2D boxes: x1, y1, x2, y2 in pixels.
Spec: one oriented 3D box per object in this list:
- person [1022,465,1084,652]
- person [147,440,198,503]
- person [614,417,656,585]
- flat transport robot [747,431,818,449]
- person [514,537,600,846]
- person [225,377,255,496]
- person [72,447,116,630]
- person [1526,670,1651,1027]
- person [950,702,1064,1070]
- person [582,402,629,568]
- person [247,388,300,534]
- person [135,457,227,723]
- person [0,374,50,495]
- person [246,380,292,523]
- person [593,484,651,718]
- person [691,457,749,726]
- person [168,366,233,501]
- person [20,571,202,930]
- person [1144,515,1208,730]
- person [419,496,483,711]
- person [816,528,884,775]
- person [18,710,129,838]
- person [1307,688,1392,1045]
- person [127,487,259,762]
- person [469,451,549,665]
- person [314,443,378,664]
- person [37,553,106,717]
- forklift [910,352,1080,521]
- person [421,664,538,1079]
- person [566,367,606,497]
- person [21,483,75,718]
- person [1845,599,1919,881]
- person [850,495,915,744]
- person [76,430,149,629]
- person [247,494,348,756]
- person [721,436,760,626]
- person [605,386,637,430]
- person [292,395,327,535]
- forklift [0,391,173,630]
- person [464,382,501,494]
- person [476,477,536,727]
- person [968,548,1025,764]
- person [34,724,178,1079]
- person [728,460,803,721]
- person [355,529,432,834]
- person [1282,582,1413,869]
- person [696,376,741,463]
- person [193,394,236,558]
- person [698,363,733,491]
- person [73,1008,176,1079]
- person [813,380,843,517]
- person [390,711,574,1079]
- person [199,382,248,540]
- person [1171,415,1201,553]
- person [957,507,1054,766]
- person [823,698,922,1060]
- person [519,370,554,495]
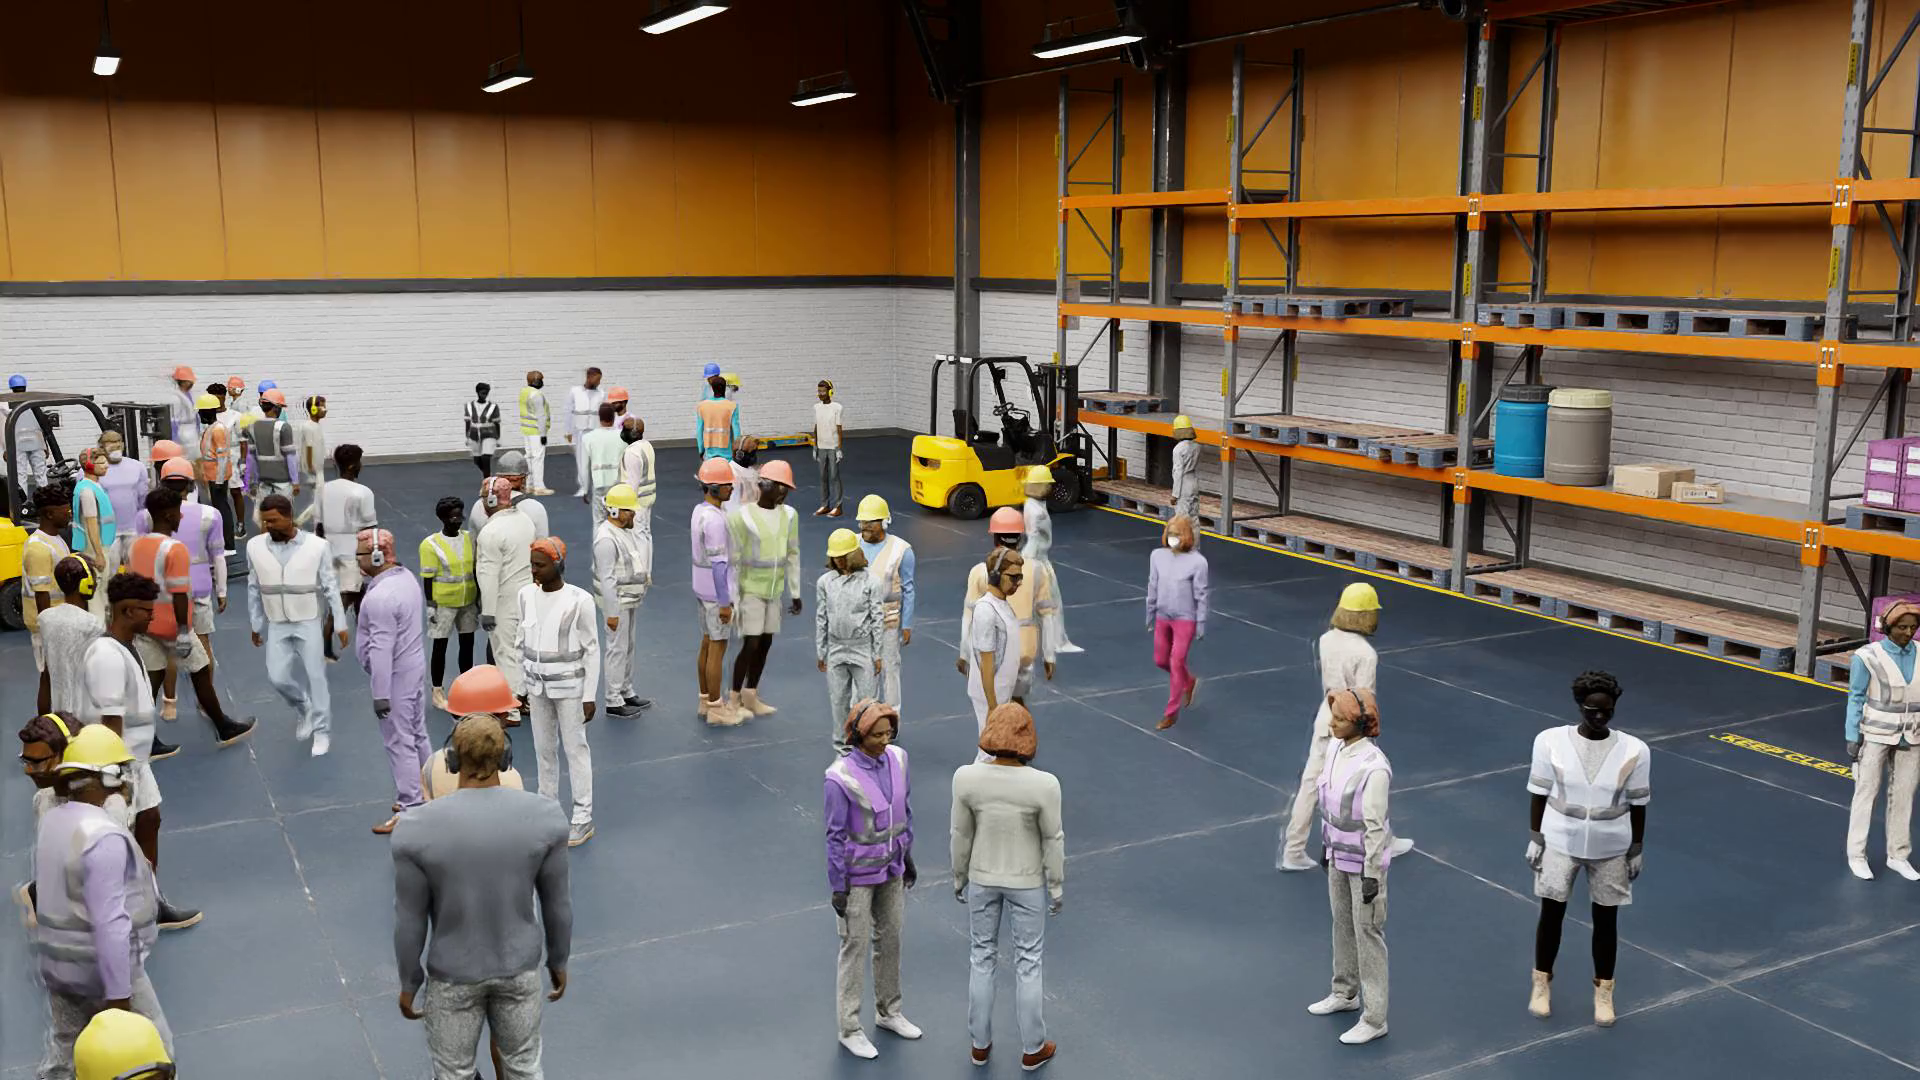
[{"bbox_3d":[0.637,0.178,14.849,0.888,1.713,0.491,-1,10,-5],"label":"person"},{"bbox_3d":[-6.960,0.071,14.782,0.388,1.930,0.544,0,10,-2],"label":"person"},{"bbox_3d":[-3.453,-0.389,17.668,0.429,1.847,0.625,1,10,3],"label":"person"},{"bbox_3d":[-3.343,-1.835,30.518,1.431,0.197,0.652,-7,12,-36],"label":"flat transport robot"},{"bbox_3d":[-2.449,0.912,10.070,0.586,1.880,0.342,5,11,25],"label":"person"},{"bbox_3d":[-10.595,-1.523,24.443,0.321,1.755,0.566,-7,12,-35],"label":"person"},{"bbox_3d":[-7.755,0.086,14.926,0.379,1.844,0.570,-5,11,-26],"label":"person"},{"bbox_3d":[2.900,1.419,7.714,0.537,1.694,0.320,3,10,19],"label":"person"},{"bbox_3d":[0.210,1.514,7.318,0.507,1.632,0.279,3,10,16],"label":"person"},{"bbox_3d":[-3.920,-0.587,18.642,0.607,1.907,0.404,-3,10,-15],"label":"person"},{"bbox_3d":[-7.779,-0.706,18.948,0.605,2.036,0.383,3,10,18],"label":"person"},{"bbox_3d":[-5.941,0.380,12.730,0.612,2.029,0.409,-6,11,-30],"label":"person"},{"bbox_3d":[-12.533,-1.246,22.311,0.603,1.945,0.390,-9,13,-42],"label":"person"},{"bbox_3d":[-8.899,-1.095,21.470,0.605,1.940,0.415,3,10,18],"label":"person"},{"bbox_3d":[-2.613,0.467,12.821,0.403,1.820,0.603,0,10,2],"label":"person"},{"bbox_3d":[-1.832,0.389,12.616,0.373,2.043,0.615,-4,11,-20],"label":"person"},{"bbox_3d":[-10.981,-1.486,23.615,1.107,1.984,0.614,-2,10,-12],"label":"person"},{"bbox_3d":[-4.470,1.137,8.657,0.767,1.920,0.691,-2,10,-13],"label":"person"},{"bbox_3d":[1.665,0.595,12.630,0.511,1.615,0.609,8,13,39],"label":"person"},{"bbox_3d":[-3.986,0.487,13.071,0.318,1.691,0.538,8,12,38],"label":"person"},{"bbox_3d":[-0.754,0.771,11.315,0.493,1.732,0.328,3,10,19],"label":"person"},{"bbox_3d":[-3.377,1.561,6.421,0.525,1.855,0.341,5,11,26],"label":"person"},{"bbox_3d":[1.800,1.468,7.600,0.318,1.630,0.513,-2,10,-13],"label":"person"},{"bbox_3d":[-5.531,0.576,11.854,0.618,1.927,0.862,6,11,29],"label":"person"},{"bbox_3d":[-3.499,0.289,13.198,0.686,2.000,0.535,4,11,21],"label":"person"},{"bbox_3d":[-5.418,0.102,14.646,0.615,1.922,0.995,5,11,27],"label":"person"},{"bbox_3d":[-5.068,1.005,9.616,0.515,1.859,0.321,4,11,24],"label":"person"},{"bbox_3d":[0.460,-1.461,22.833,2.313,2.155,1.214,-5,11,-28],"label":"forklift"},{"bbox_3d":[-1.914,1.457,6.770,0.545,1.938,0.356,6,12,32],"label":"person"},{"bbox_3d":[-5.488,-1.594,24.508,0.703,1.884,0.364,-8,12,-37],"label":"person"},{"bbox_3d":[-6.426,0.572,11.818,0.380,1.958,0.605,-3,10,-16],"label":"person"},{"bbox_3d":[5.304,1.137,9.498,0.528,1.630,0.320,-1,10,-4],"label":"person"},{"bbox_3d":[-0.630,0.575,12.149,0.587,1.835,0.404,3,10,18],"label":"person"},{"bbox_3d":[-7.928,-0.080,15.661,0.385,1.929,0.635,9,13,42],"label":"person"},{"bbox_3d":[-4.719,0.592,11.906,0.715,1.895,0.467,-1,10,-6],"label":"person"},{"bbox_3d":[-2.072,-0.085,15.966,0.429,1.833,0.637,1,10,8],"label":"person"},{"bbox_3d":[-4.191,-0.948,20.657,0.401,1.928,0.544,-9,13,-42],"label":"person"},{"bbox_3d":[-7.865,-0.826,20.164,0.477,1.852,0.533,-1,10,-6],"label":"person"},{"bbox_3d":[-9.026,-0.363,16.508,1.214,2.155,2.313,6,11,29],"label":"forklift"},{"bbox_3d":[-7.077,-1.536,24.778,0.522,1.663,0.661,1,10,4],"label":"person"},{"bbox_3d":[-3.456,0.464,12.614,0.397,1.900,0.649,2,10,13],"label":"person"},{"bbox_3d":[0.225,0.953,9.956,0.343,1.839,0.506,2,10,9],"label":"person"},{"bbox_3d":[-3.248,1.602,6.371,0.619,1.786,0.747,7,12,35],"label":"person"},{"bbox_3d":[-1.511,0.386,12.760,0.474,2.005,0.661,10,14,44],"label":"person"},{"bbox_3d":[-3.541,0.864,10.343,0.401,1.896,0.661,0,10,-3],"label":"person"},{"bbox_3d":[2.249,1.076,9.655,0.902,1.691,0.503,-6,11,-29],"label":"person"},{"bbox_3d":[-3.225,-1.226,22.276,0.597,1.916,0.371,2,10,10],"label":"person"},{"bbox_3d":[-8.749,-0.755,19.536,0.367,1.926,0.594,-6,12,-32],"label":"person"},{"bbox_3d":[-3.653,-1.674,24.794,0.602,1.939,0.398,7,12,34],"label":"person"},{"bbox_3d":[-1.992,2.005,4.126,0.329,1.763,0.523,4,11,23],"label":"person"},{"bbox_3d":[-1.788,-1.236,22.520,0.504,1.861,0.329,6,12,32],"label":"person"},{"bbox_3d":[-1.734,1.579,6.111,0.632,1.926,0.367,-4,11,-23],"label":"person"},{"bbox_3d":[-9.176,-0.981,20.718,0.613,1.965,0.361,1,10,6],"label":"person"},{"bbox_3d":[2.537,-0.547,18.891,0.322,1.735,0.487,8,13,38],"label":"person"},{"bbox_3d":[0.298,0.736,11.006,0.576,1.912,0.627,-4,11,-21],"label":"person"},{"bbox_3d":[-0.406,1.495,7.440,0.313,1.630,0.528,8,13,38],"label":"person"},{"bbox_3d":[-6.255,-1.583,24.558,0.429,1.839,0.633,-7,12,-37],"label":"person"}]
